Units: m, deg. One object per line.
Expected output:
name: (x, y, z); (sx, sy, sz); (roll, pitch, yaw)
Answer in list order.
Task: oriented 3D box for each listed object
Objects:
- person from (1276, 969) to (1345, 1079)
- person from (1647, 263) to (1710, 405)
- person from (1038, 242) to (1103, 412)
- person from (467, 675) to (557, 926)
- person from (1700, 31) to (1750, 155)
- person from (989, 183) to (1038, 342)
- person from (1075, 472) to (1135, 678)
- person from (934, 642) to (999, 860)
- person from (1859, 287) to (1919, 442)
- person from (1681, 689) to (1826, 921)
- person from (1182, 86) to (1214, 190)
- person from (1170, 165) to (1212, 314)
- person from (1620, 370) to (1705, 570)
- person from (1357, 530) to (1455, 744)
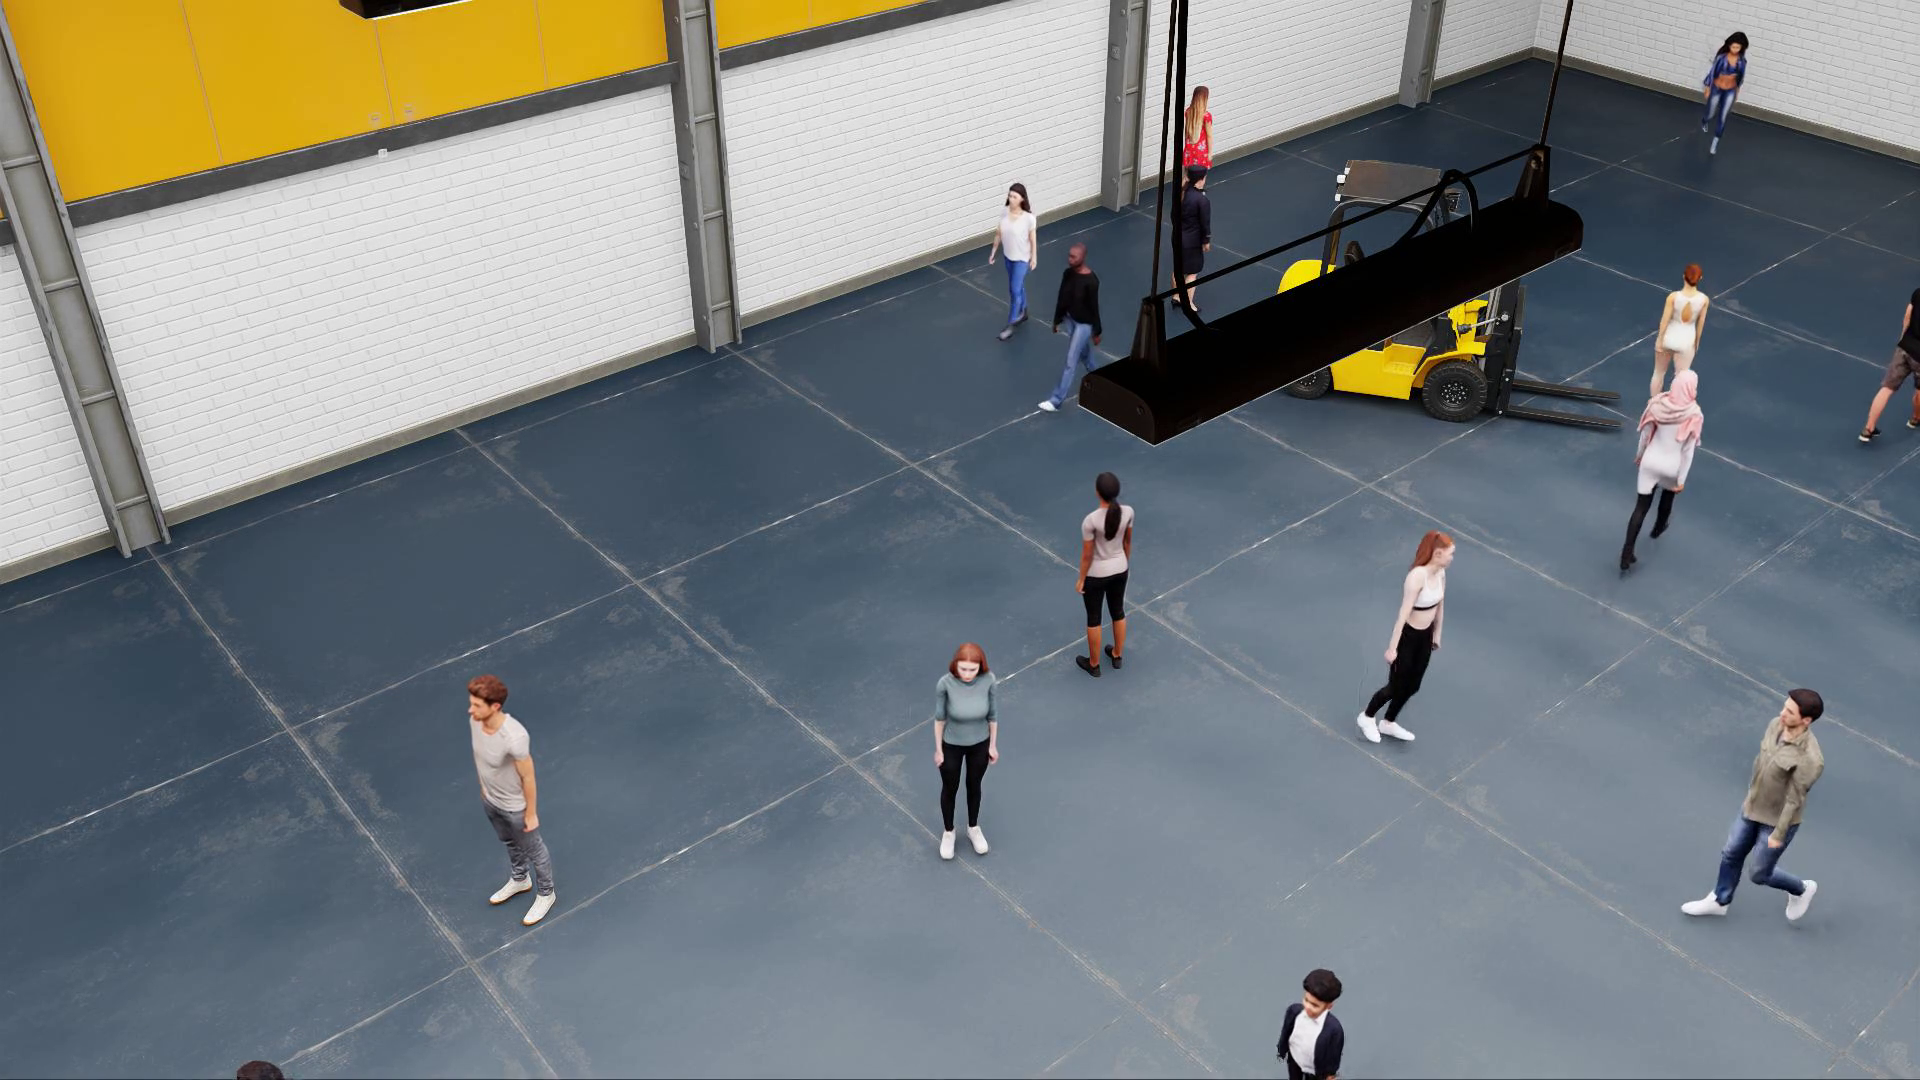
person: (1.981, 2.832, 9.274); (0.520, 1.218, 0.514); (29, 43, 36)
person: (6.897, -1.856, 15.957); (0.858, 1.628, 0.974); (7, 34, 11)
person: (1.226, -2.113, 16.282); (1.131, 1.696, 0.608); (-24, 41, -32)
person: (-2.842, 1.611, 10.498); (0.697, 1.897, 0.627); (23, 40, 31)
person: (10.174, -5.997, 22.206); (0.933, 1.606, 1.015); (4, 34, 7)
person: (0.654, -3.003, 17.656); (0.709, 1.657, 0.953); (27, 42, 35)
person: (1.107, 0.257, 12.671); (0.540, 1.746, 0.713); (-16, 37, -23)
person: (0.033, 1.367, 11.004); (0.633, 1.744, 0.730); (-5, 34, -8)
person: (8.915, -1.726, 15.597); (1.242, 1.810, 0.767); (-21, 39, -28)
person: (5.152, 1.713, 10.393); (1.157, 1.842, 1.028); (-3, 34, -4)
person: (2.896, -4.783, 20.392); (0.582, 1.593, 0.560); (29, 43, 36)
person: (2.477, -3.250, 18.018); (0.612, 1.667, 0.687); (-23, 40, -31)
person: (5.819, -0.553, 13.882); (0.810, 1.753, 1.232); (24, 41, 32)
person: (3.213, 0.727, 12.000); (0.551, 1.706, 0.756); (-15, 36, -21)
